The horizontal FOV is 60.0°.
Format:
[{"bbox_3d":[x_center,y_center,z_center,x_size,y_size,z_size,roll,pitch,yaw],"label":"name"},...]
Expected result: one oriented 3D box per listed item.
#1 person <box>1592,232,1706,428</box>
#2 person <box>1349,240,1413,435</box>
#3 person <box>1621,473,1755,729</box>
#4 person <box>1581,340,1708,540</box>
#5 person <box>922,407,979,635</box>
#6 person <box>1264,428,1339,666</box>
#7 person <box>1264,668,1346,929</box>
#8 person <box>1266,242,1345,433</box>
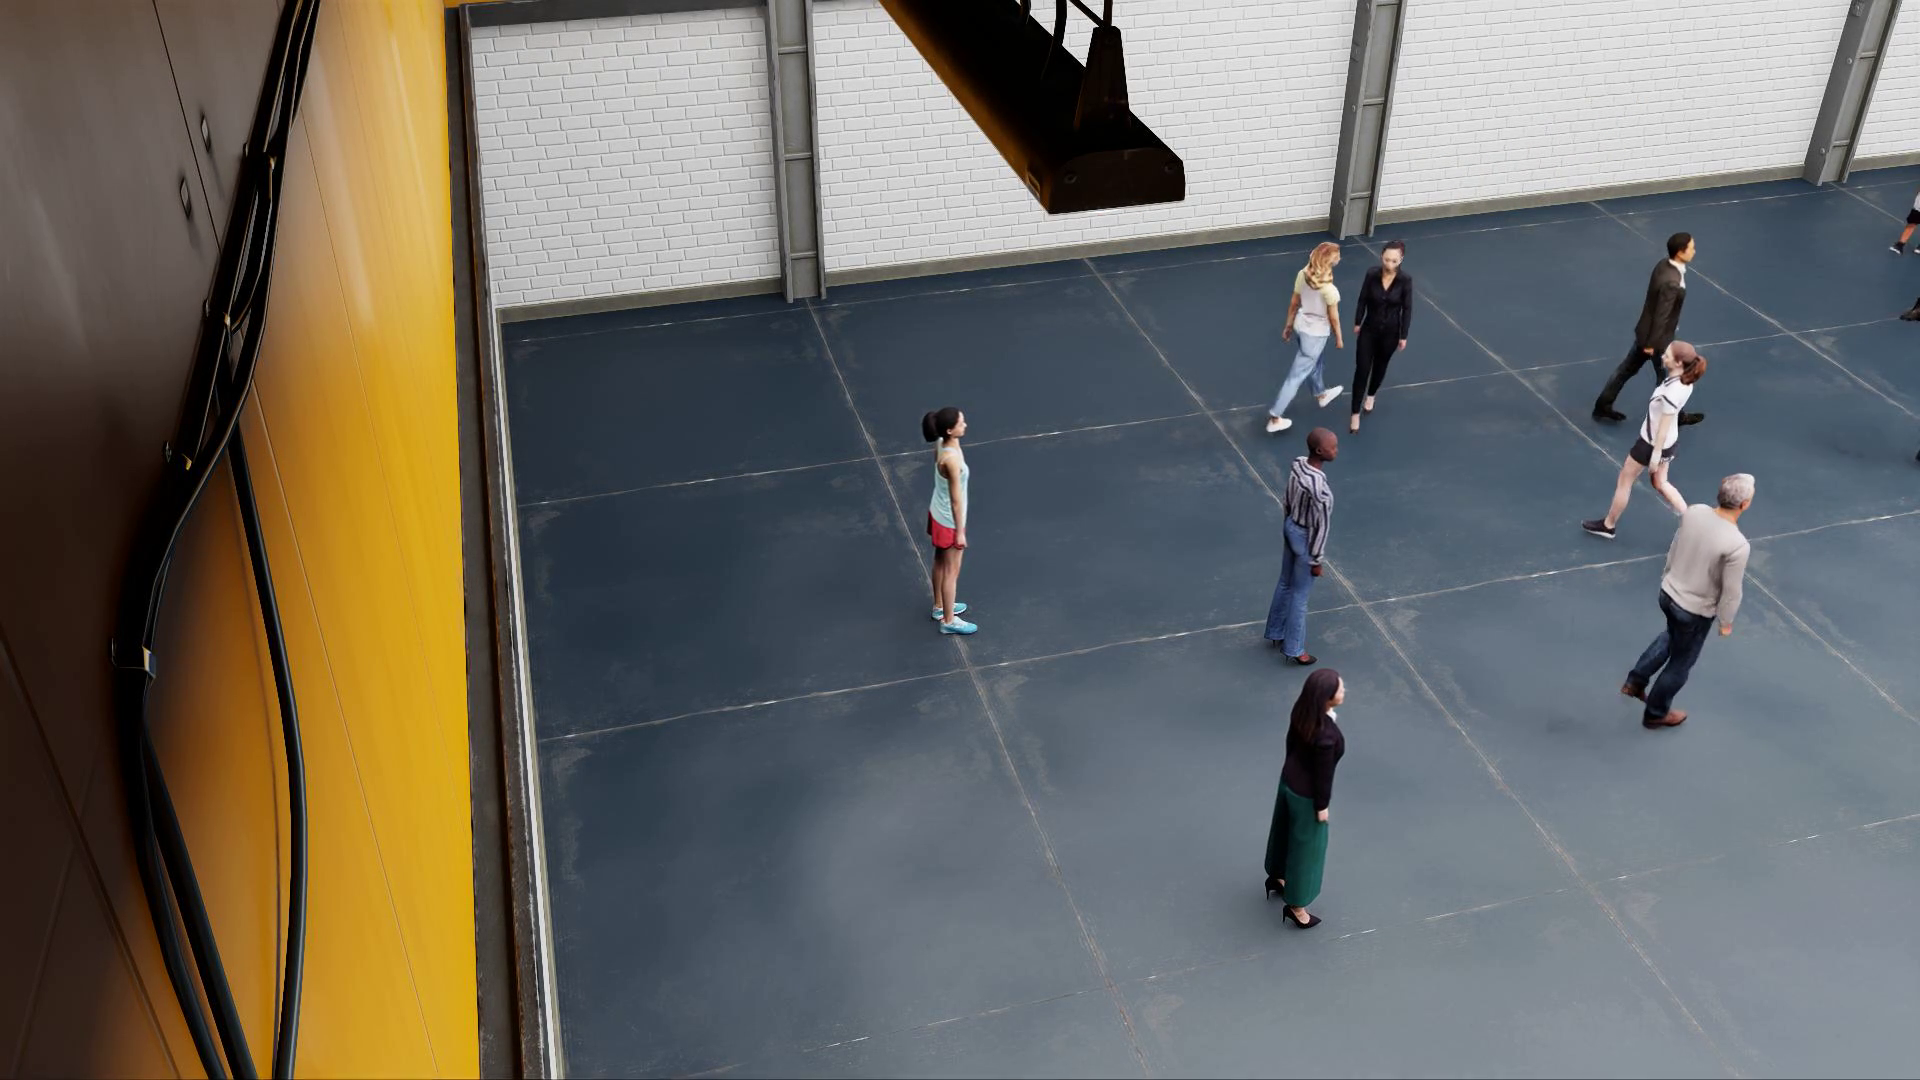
[{"bbox_3d":[5.780,-1.755,14.048,1.218,1.761,0.970,4,34,7],"label":"person"},{"bbox_3d":[3.584,-1.775,14.152,0.971,1.678,0.955,9,35,13],"label":"person"},{"bbox_3d":[4.611,0.421,10.651,0.715,1.897,0.742,-7,34,-10],"label":"person"},{"bbox_3d":[5.306,-0.683,12.469,1.067,1.724,1.078,22,39,29],"label":"person"},{"bbox_3d":[-0.068,-0.148,11.628,0.560,1.764,0.570,-7,34,-11],"label":"person"},{"bbox_3d":[2.334,0.034,11.327,0.527,1.794,0.610,-7,34,-11],"label":"person"},{"bbox_3d":[1.932,1.423,9.288,0.513,1.738,0.629,-7,34,-11],"label":"person"},{"bbox_3d":[2.876,-1.654,13.989,1.202,1.658,0.826,-18,38,-25],"label":"person"}]
